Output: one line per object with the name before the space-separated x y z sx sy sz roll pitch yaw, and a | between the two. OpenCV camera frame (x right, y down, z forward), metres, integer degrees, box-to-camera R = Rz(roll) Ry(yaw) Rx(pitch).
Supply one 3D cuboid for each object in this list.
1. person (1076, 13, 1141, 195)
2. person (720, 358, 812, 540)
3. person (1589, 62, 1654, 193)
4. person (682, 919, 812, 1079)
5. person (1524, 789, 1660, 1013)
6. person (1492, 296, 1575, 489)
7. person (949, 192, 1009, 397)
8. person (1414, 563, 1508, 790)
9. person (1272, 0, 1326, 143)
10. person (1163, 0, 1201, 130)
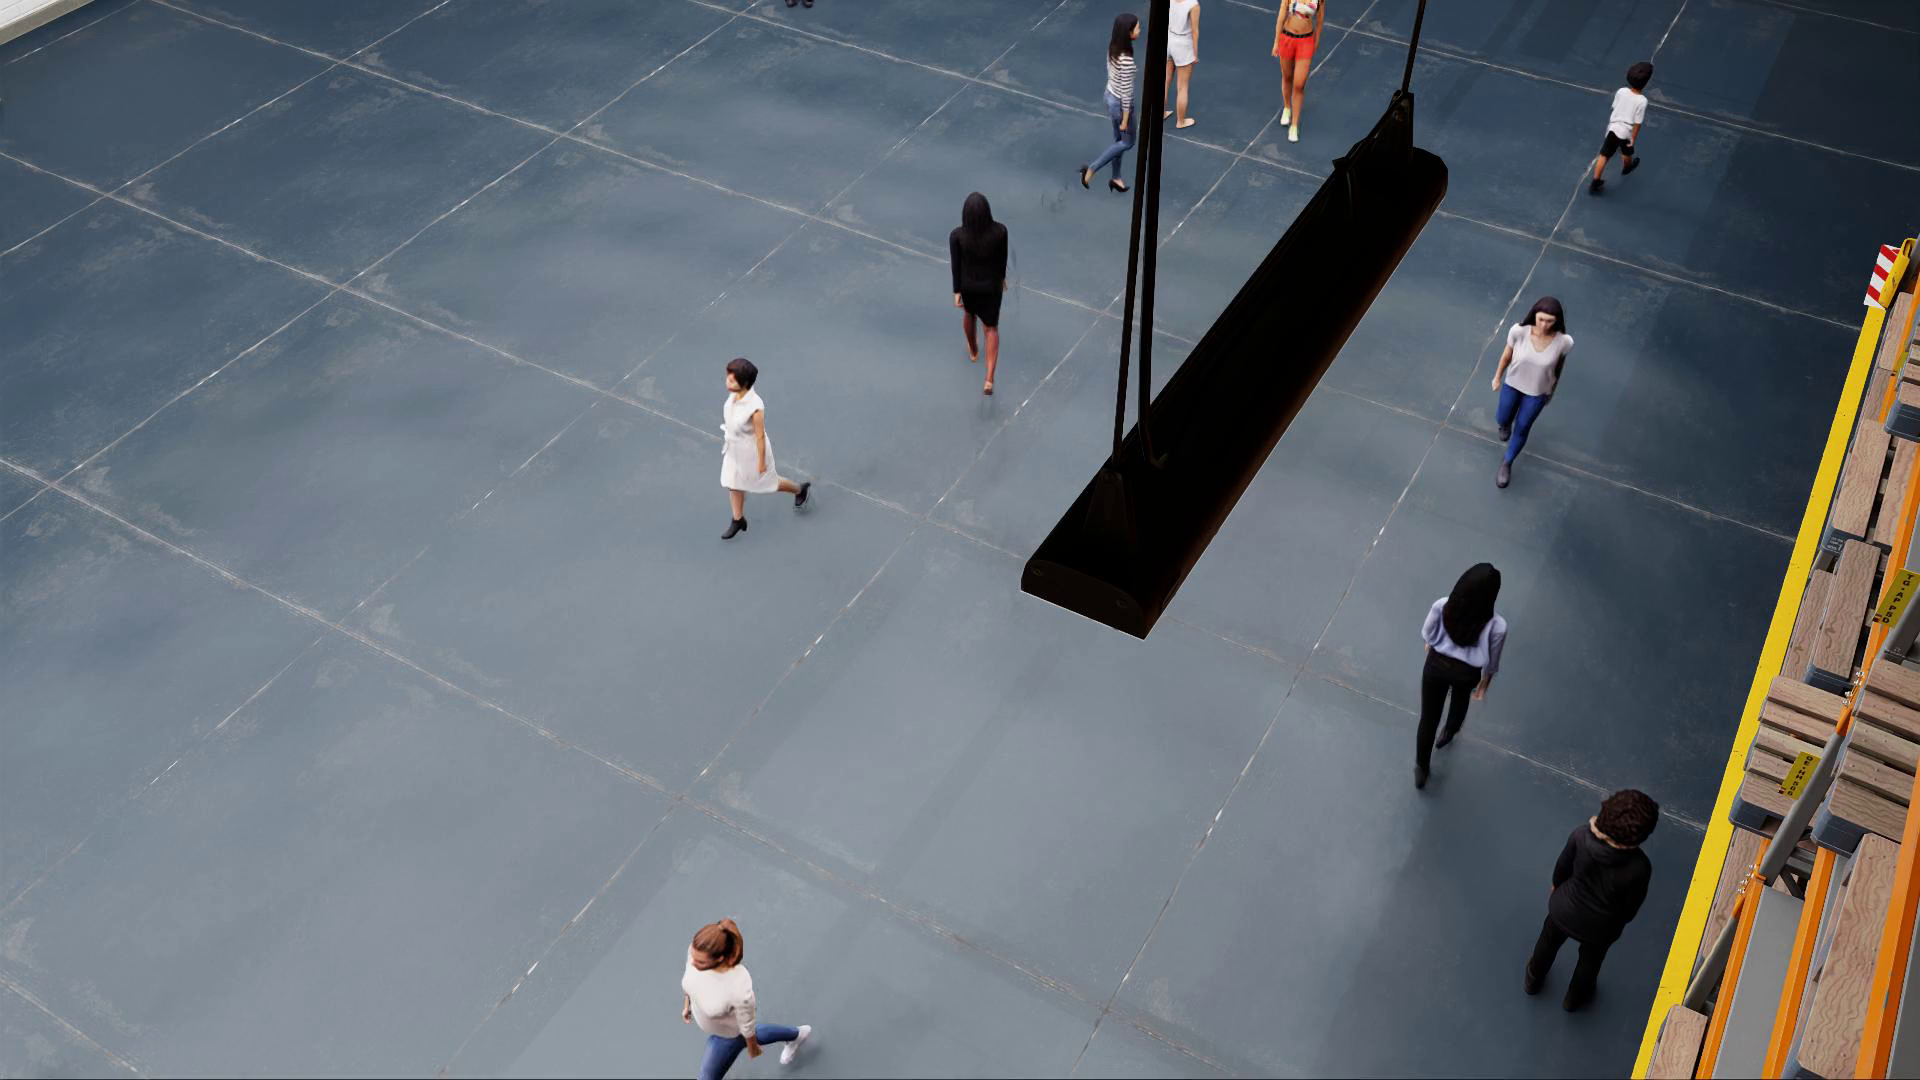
person | 1.358 -3.875 14.999 0.924 1.784 0.843 -15 46 -15
person | -1.427 -0.669 11.816 1.040 1.532 0.799 -27 50 -25
person | 6.051 -3.755 15.278 0.915 1.225 0.647 -33 53 -30
person | -1.125 2.408 8.471 1.184 1.690 0.913 -26 50 -25
person | 3.375 1.944 8.892 0.631 1.781 0.620 26 49 25
person | 4.190 -1.164 12.245 0.698 1.657 0.921 14 45 15
person | 0.175 -1.914 13.008 1.021 1.691 1.221 -2 44 -2
person | 2.948 0.873 10.059 0.700 1.722 0.848 15 46 16
person | 3.235 -4.815 15.995 0.741 1.770 0.970 10 45 11
person | 2.108 -4.768 16.056 0.617 1.619 0.588 34 53 31
